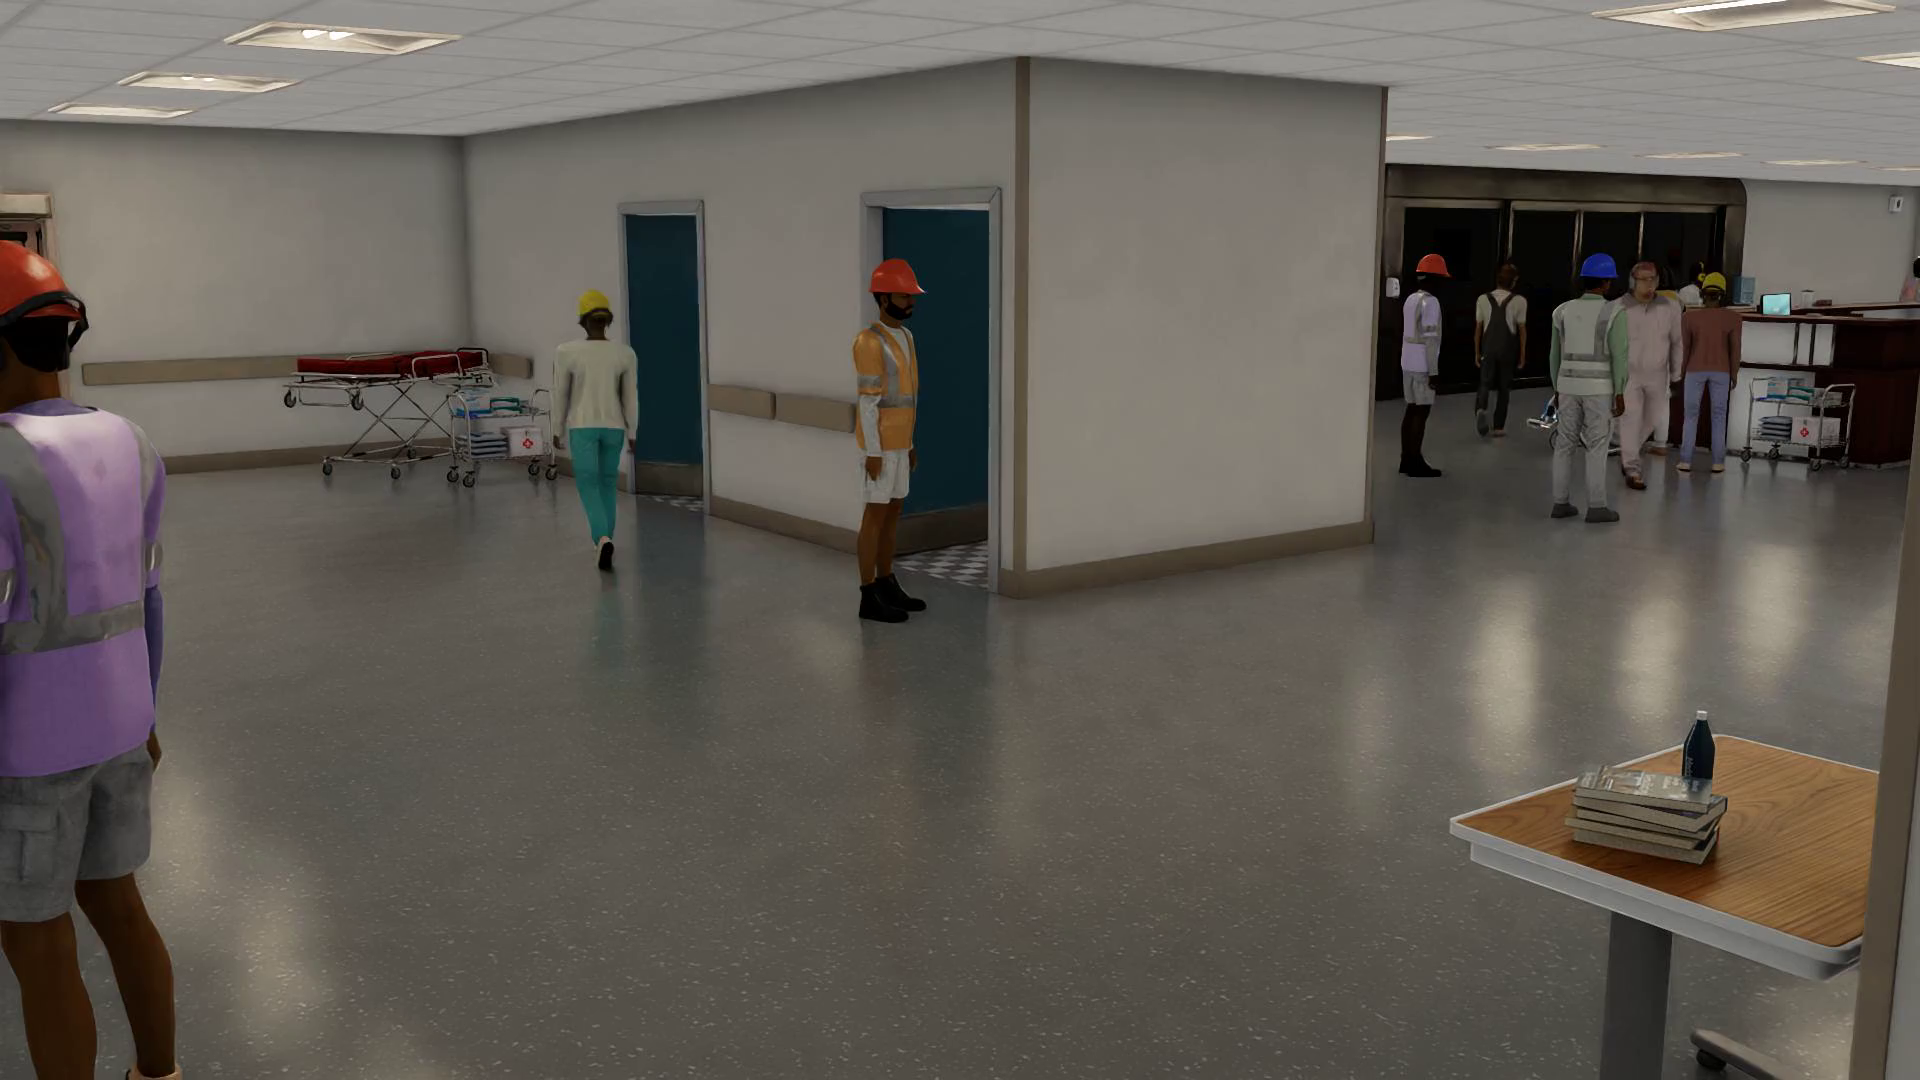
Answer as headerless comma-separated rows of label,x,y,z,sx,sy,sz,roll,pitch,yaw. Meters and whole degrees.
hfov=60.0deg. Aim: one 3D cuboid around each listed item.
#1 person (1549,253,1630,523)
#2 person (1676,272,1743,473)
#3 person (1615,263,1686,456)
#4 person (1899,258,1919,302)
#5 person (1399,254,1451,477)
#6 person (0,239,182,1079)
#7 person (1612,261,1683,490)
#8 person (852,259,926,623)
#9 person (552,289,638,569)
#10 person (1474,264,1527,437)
person,4.573,-1.099,12.097,0.389,1.948,0.607,-8,13,-37
person,6.611,-1.474,14.718,0.525,1.769,0.313,4,11,19
person,6.548,-1.707,15.838,0.627,1.836,0.428,-2,10,-10
person,15.371,-3.612,26.623,0.874,1.801,0.614,-1,10,-7
person,4.041,-1.511,14.469,0.390,1.929,0.545,-1,10,-6
person,-1.909,0.400,3.486,0.409,2.030,0.612,1,10,8
person,5.698,-1.396,13.969,0.642,1.881,0.874,0,10,1
person,-0.364,-0.536,8.973,0.377,1.938,0.547,4,11,21
person,-2.281,-0.705,10.500,0.530,1.743,0.812,-5,11,-28
person,5.560,-1.934,17.165,0.527,1.811,0.716,5,11,28
